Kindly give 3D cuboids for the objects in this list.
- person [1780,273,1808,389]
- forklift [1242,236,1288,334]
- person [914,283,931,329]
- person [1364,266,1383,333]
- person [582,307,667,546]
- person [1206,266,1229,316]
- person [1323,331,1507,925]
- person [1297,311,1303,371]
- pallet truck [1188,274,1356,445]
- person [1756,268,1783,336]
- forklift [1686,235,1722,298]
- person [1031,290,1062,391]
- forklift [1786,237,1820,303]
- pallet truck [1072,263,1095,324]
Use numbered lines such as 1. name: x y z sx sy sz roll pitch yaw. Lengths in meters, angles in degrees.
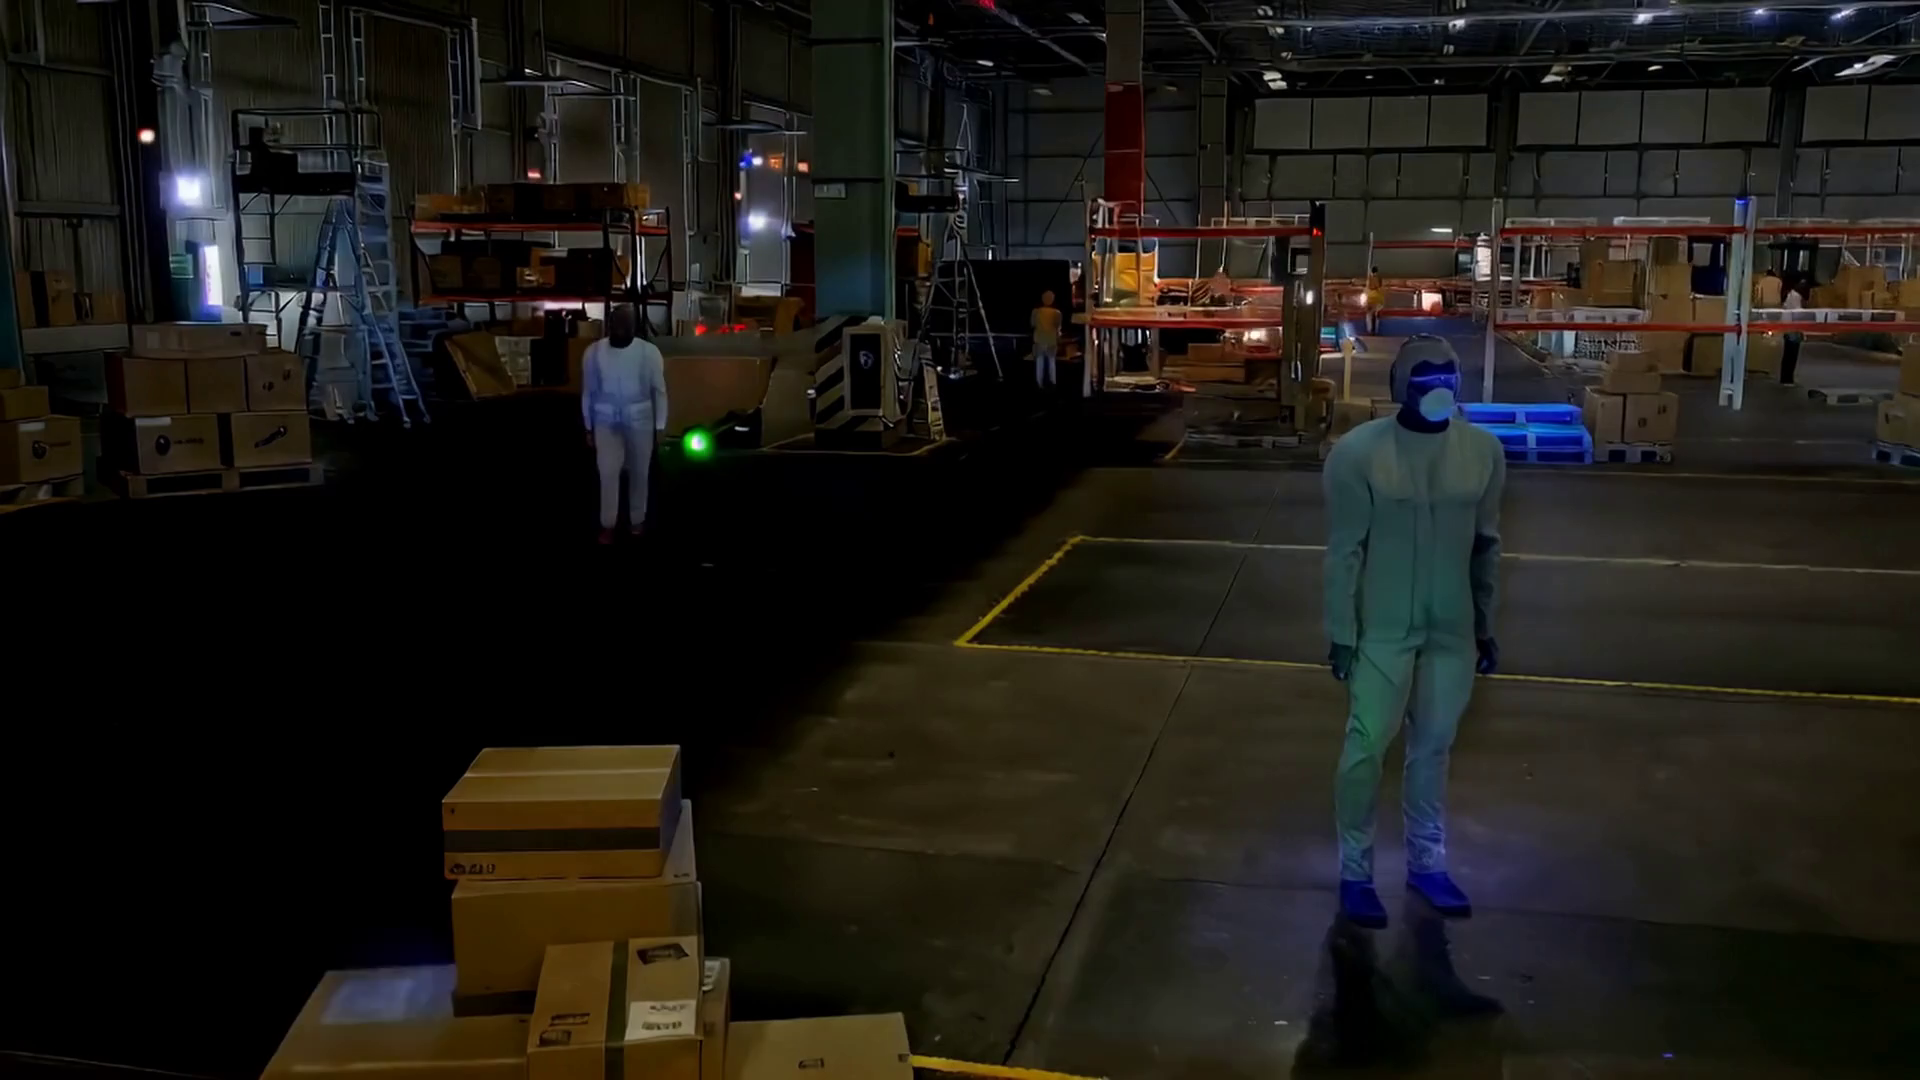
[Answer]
1. person: 13.890 -3.474 27.687 0.390 1.919 0.591 9 13 43
2. forklift: 8.450 -6.728 44.019 1.873 2.768 1.129 2 10 14
3. person: -1.123 -7.380 50.660 0.544 1.930 0.388 -5 11 -28
4. person: 11.937 -6.944 48.063 0.549 1.936 0.376 1 10 3
5. person: -2.554 -0.859 12.638 0.642 1.787 0.987 -1 10 -8
6. person: 8.464 -8.055 54.756 0.663 1.875 1.047 -5 11 -26
7. person: 1.489 0.290 5.465 0.629 1.940 0.372 -2 10 -14
8. person: 6.708 -4.122 32.056 0.482 1.735 0.346 -8 13 -40
9. pallet truck: 3.653 -2.138 19.590 1.885 1.965 0.823 -4 10 -20
10. person: 22.395 -6.576 46.057 0.645 1.896 1.016 5 11 26
11. forklift: 21.918 -7.609 49.204 1.873 2.768 1.129 -8 12 -38
12. person: 1.403 -3.265 27.256 0.523 1.648 0.900 2 10 9
13. forklift: 26.782 -8.250 52.978 1.873 2.768 1.129 -5 11 -26
14. pallet truck: 4.325 -8.180 55.162 0.823 1.965 1.885 6 11 31
